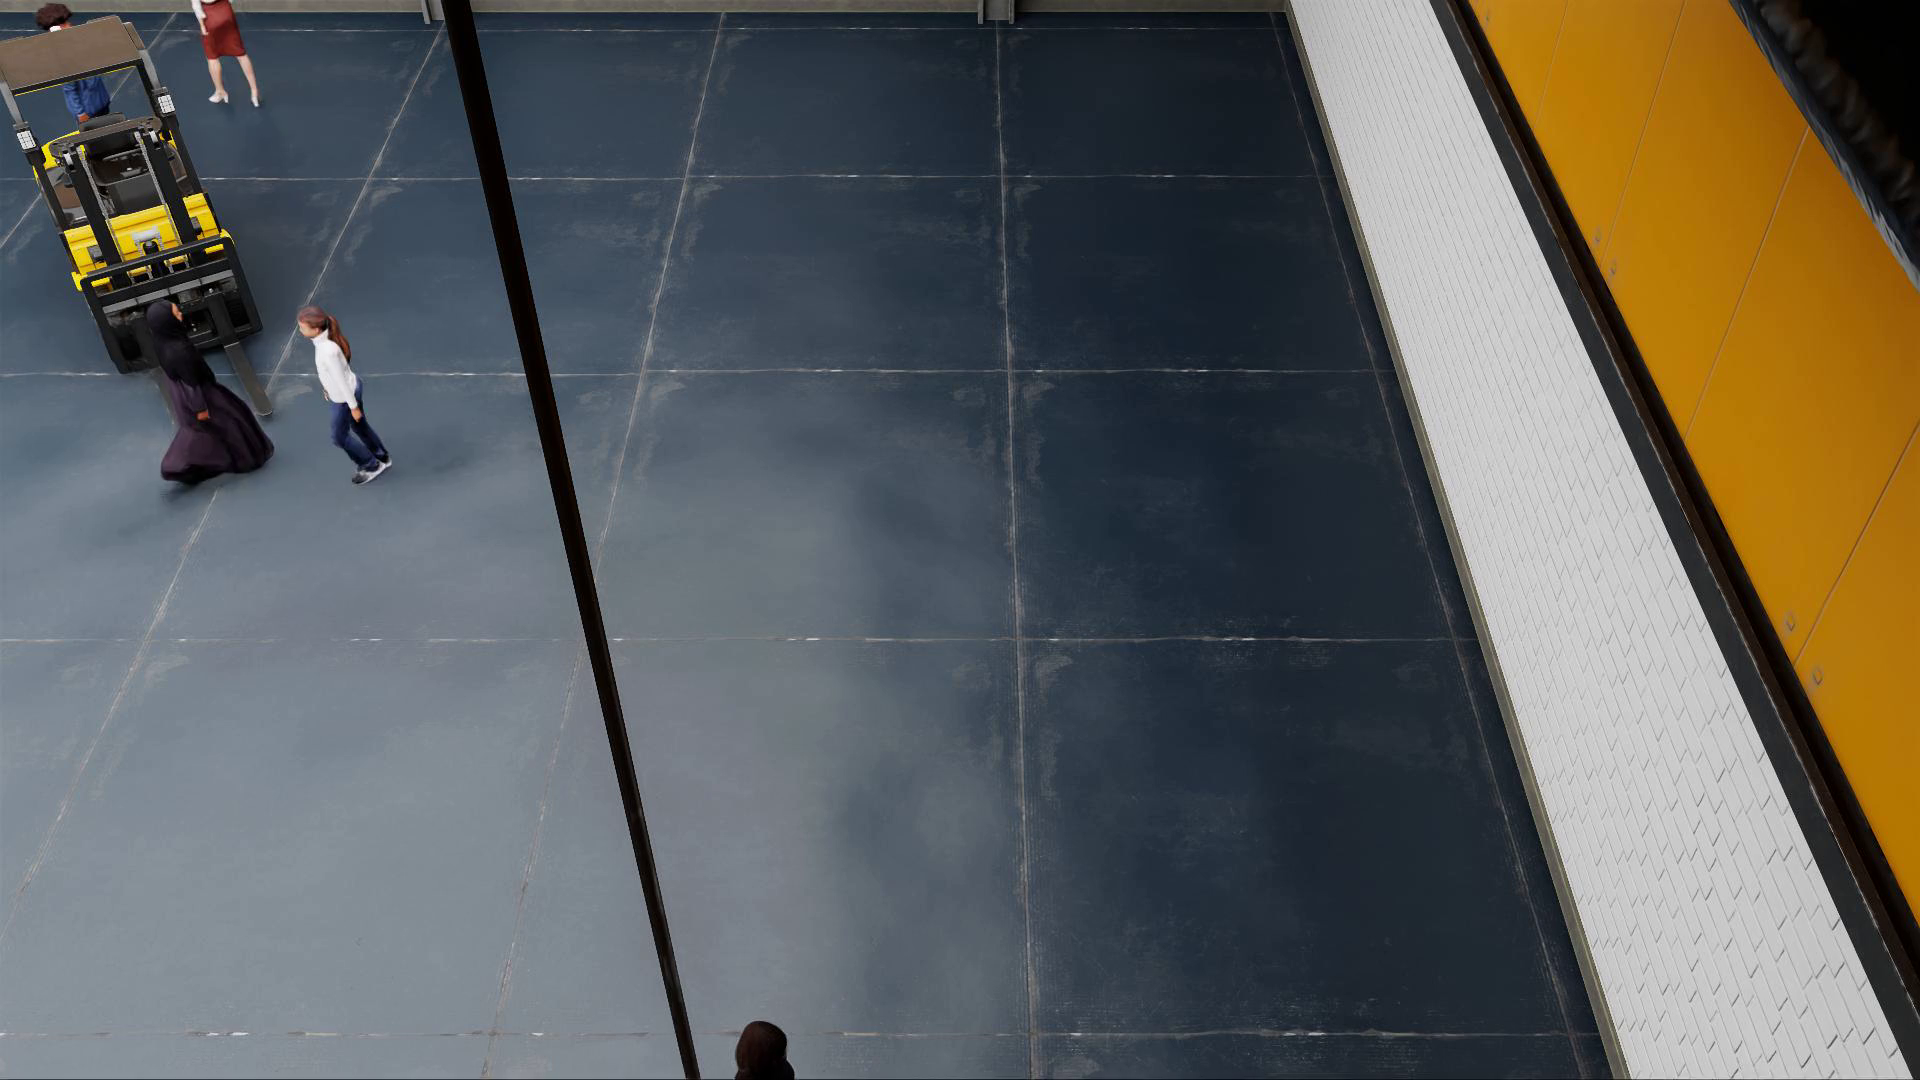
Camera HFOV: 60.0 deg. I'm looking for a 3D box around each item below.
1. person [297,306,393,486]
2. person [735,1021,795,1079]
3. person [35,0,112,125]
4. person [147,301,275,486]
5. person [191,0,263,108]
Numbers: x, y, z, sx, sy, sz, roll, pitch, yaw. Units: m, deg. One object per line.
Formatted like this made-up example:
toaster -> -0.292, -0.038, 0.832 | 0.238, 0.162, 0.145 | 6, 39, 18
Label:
person -> -4.419, -1.081, 12.171 | 0.706, 1.539, 0.677 | -16, 46, -17
person -> -0.957, 2.800, 8.025 | 0.530, 1.640, 0.601 | 5, 44, 5
person -> -7.889, -3.986, 15.024 | 0.556, 1.809, 0.681 | 2, 44, 2
person -> -5.643, -1.050, 12.098 | 1.104, 1.595, 1.015 | -32, 52, -29
person -> -7.171, -5.029, 16.171 | 0.868, 1.738, 0.800 | 29, 51, 27
